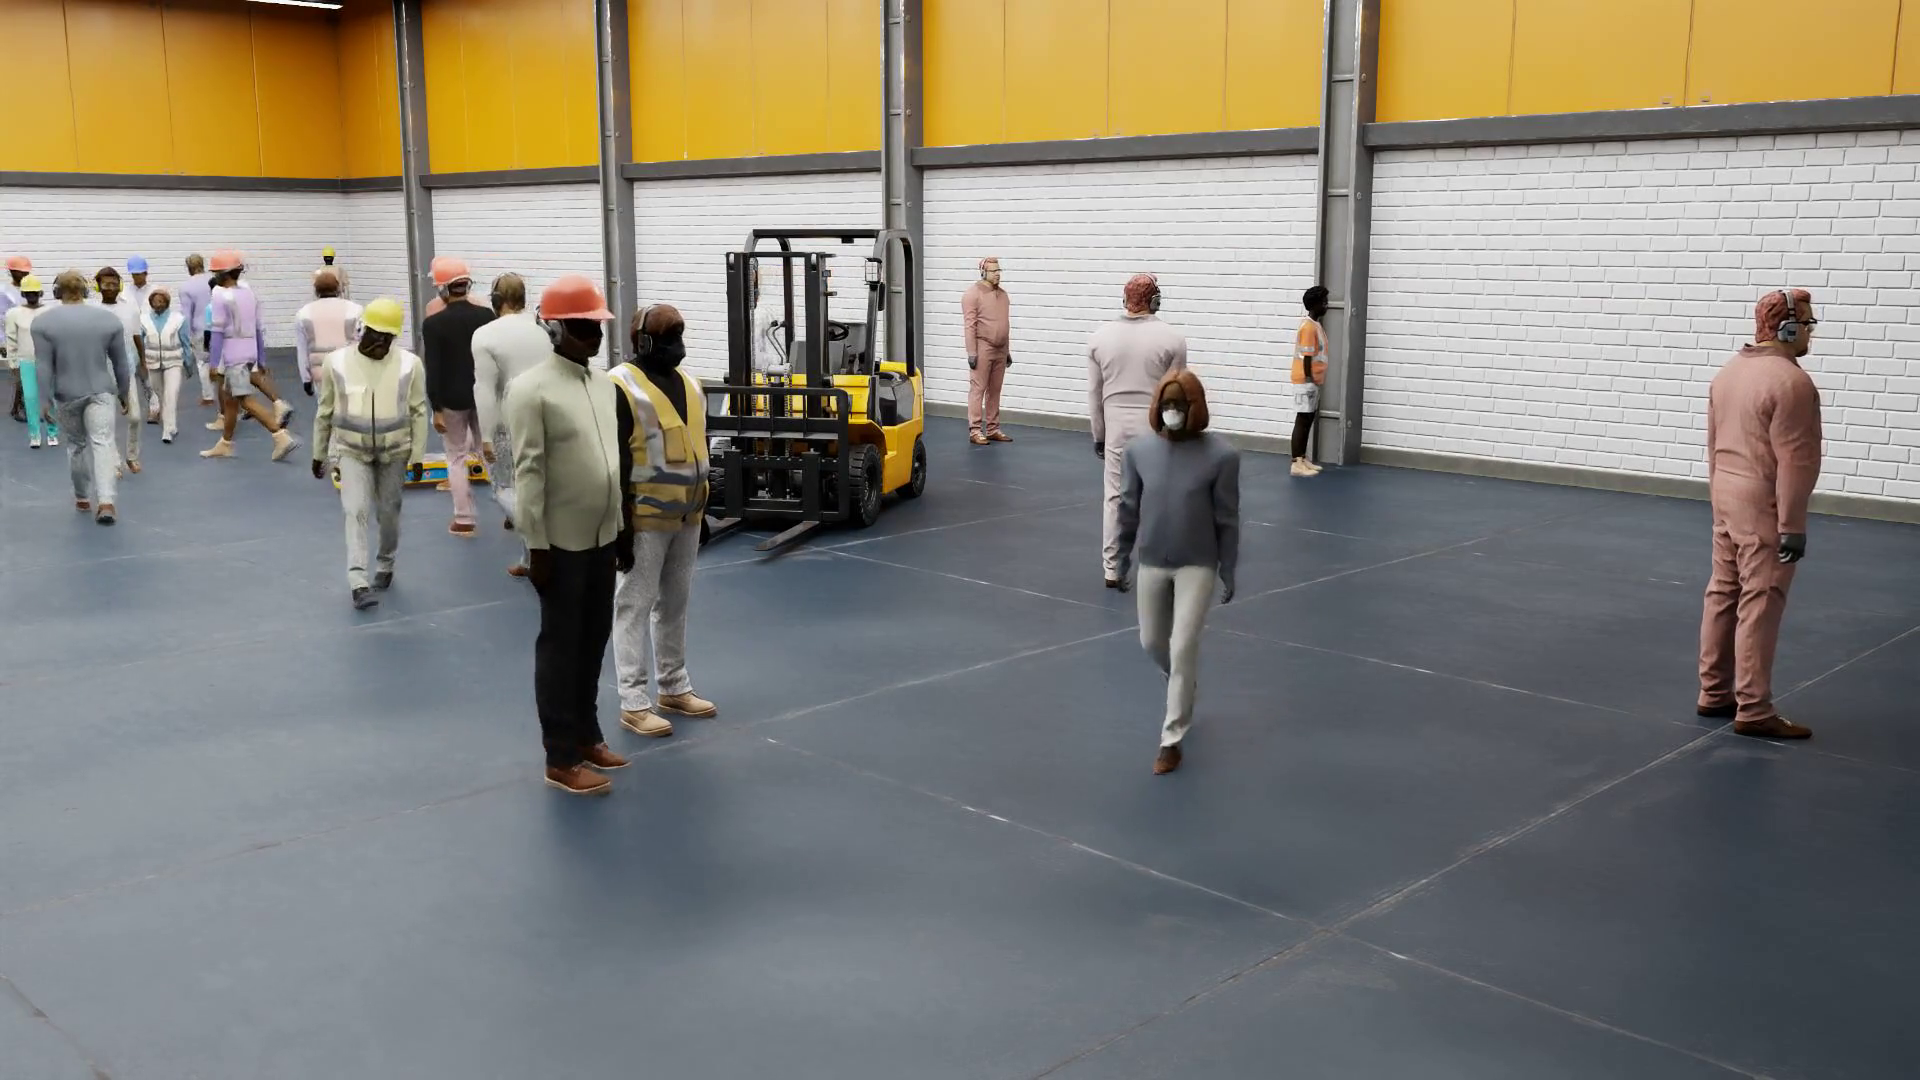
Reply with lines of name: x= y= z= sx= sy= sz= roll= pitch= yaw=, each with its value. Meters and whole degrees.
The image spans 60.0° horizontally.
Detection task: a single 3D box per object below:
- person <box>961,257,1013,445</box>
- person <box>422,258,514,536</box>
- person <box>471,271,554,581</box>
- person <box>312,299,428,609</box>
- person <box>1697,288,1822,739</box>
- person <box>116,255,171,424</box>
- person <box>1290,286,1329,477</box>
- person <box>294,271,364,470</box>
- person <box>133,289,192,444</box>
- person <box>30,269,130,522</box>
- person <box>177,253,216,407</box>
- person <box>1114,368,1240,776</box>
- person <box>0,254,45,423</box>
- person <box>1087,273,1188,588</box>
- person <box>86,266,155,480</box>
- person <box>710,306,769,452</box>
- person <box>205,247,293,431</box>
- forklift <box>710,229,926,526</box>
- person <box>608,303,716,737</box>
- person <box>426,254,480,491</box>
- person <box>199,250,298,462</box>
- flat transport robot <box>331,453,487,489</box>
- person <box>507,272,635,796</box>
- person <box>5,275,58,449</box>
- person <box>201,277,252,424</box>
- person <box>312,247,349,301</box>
person: x=0.309 y=-1.938 z=17.080 sx=0.410 sy=1.909 sz=0.642 roll=9 pitch=14 yaw=40
person: x=-3.419 y=-0.978 z=11.661 sx=0.621 sy=1.972 sz=0.649 roll=-9 pitch=14 yaw=-40
person: x=-2.638 y=-0.667 z=10.131 sx=0.537 sy=1.920 sz=0.643 roll=9 pitch=14 yaw=40
person: x=-3.442 y=-0.515 z=9.711 sx=0.660 sy=1.762 sz=0.852 roll=-4 pitch=11 yaw=-19
person: x=3.465 y=-0.119 z=7.155 sx=0.399 sy=1.909 sz=0.642 roll=-1 pitch=10 yaw=-3
person: x=-9.365 y=-2.312 z=19.121 sx=0.609 sy=1.912 sz=0.958 roll=-3 pitch=11 yaw=-14
person: x=3.110 y=-1.409 z=14.793 sx=0.319 sy=1.692 sz=0.538 roll=4 pitch=11 yaw=22
person: x=-5.584 y=-1.484 z=14.864 sx=0.631 sy=1.815 sz=0.793 roll=-2 pitch=11 yaw=-9
person: x=-8.258 y=-1.801 z=17.216 sx=0.540 sy=1.578 sz=0.913 roll=-2 pitch=11 yaw=-13
person: x=-6.579 y=-1.080 z=12.496 sx=0.646 sy=1.892 sz=1.031 roll=-6 pitch=12 yaw=-32
person: x=-9.295 y=-2.587 z=20.584 sx=0.681 sy=1.922 sz=0.651 roll=9 pitch=14 yaw=40
person: x=0.902 y=0.093 z=6.797 sx=0.512 sy=1.613 sz=0.687 roll=5 pitch=11 yaw=25
person: x=-10.607 y=-2.267 z=18.873 sx=0.443 sy=1.920 sz=0.538 roll=4 pitch=11 yaw=19
person: x=1.089 y=-0.641 z=10.007 sx=0.641 sy=1.908 sz=0.409 roll=5 pitch=11 yaw=25
person: x=-7.427 y=-1.468 z=14.673 sx=0.560 sy=1.885 sz=0.441 roll=-8 pitch=13 yaw=-36
person: x=-1.892 y=-1.417 z=14.445 sx=1.013 sy=1.824 sz=0.598 roll=-6 pitch=12 yaw=-29
person: x=-7.780 y=-2.161 z=18.047 sx=0.939 sy=2.014 sz=0.618 roll=3 pitch=11 yaw=18
forklift: x=-1.050 y=-1.319 z=12.920 sx=1.214 sy=2.155 sz=2.313 roll=2 pitch=11 yaw=13
person: x=-1.293 y=-0.095 z=7.204 sx=0.430 sy=1.846 sz=0.620 roll=6 pitch=12 yaw=29
person: x=-4.236 y=-1.415 z=14.052 sx=0.618 sy=1.977 sz=0.598 roll=6 pitch=12 yaw=28
person: x=-6.753 y=-1.725 z=15.691 sx=1.023 sy=2.001 sz=0.608 roll=2 pitch=11 yaw=8
flat transport robot: x=-4.635 y=-0.610 z=14.302 sx=1.431 sy=0.197 sz=0.652 roll=-4 pitch=11 yaw=-23
person: x=-1.477 y=-0.030 z=6.439 sx=0.384 sy=1.996 sz=0.615 roll=4 pitch=11 yaw=21
person: x=-9.193 y=-1.766 z=16.606 sx=0.544 sy=1.732 sz=0.819 roll=-6 pitch=12 yaw=-28
person: x=-8.287 y=-2.151 z=18.870 sx=0.383 sy=1.670 sz=0.553 roll=6 pitch=12 yaw=29
person: x=-10.849 y=-4.080 z=28.703 sx=0.596 sy=1.925 sz=0.372 roll=-5 pitch=12 yaw=-26
